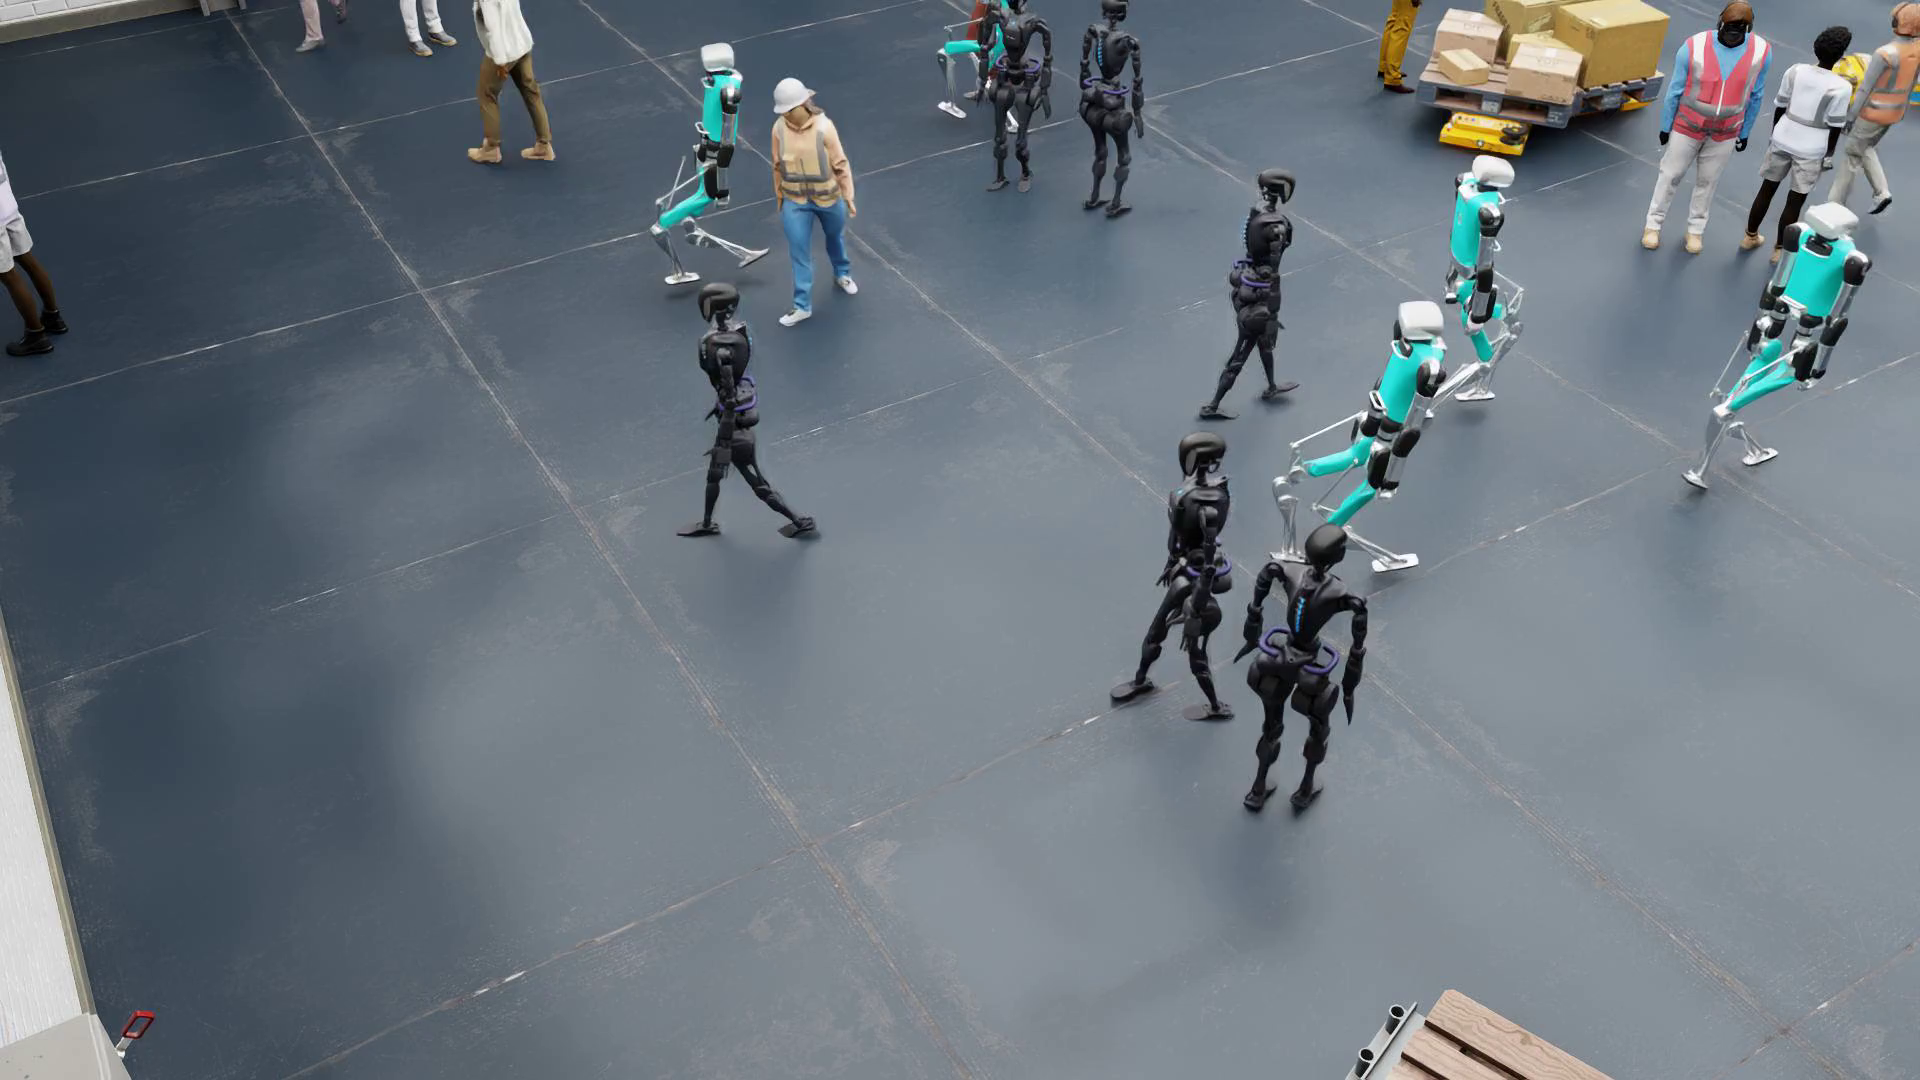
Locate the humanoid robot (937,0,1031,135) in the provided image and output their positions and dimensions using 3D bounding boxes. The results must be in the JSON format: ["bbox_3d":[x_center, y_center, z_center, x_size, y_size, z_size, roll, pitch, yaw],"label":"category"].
[{"bbox_3d":[0.119,-4.100,13.333,0.995,1.764,0.530,17,42,21],"label":"humanoid robot"}]

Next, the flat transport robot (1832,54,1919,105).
[{"bbox_3d":[8.172,-3.900,14.212,1.431,0.231,0.659,6,39,8],"label":"flat transport robot"}]

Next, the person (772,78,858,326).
[{"bbox_3d":[-0.951,-2.296,11.060,0.573,1.680,0.744,4,39,5],"label":"person"}]

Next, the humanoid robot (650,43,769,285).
[{"bbox_3d":[-1.797,-2.452,11.186,0.982,1.721,0.538,-12,40,-15],"label":"humanoid robot"}]

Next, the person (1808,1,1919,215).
[{"bbox_3d":[6.675,-3.063,12.063,0.587,1.624,0.434,-21,43,-25],"label":"person"}]

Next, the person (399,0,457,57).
[{"bbox_3d":[-4.804,-5.229,14.592,0.353,1.881,0.574,23,44,26],"label":"person"}]

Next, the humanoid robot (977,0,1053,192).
[{"bbox_3d":[0.411,-3.390,12.444,0.608,1.662,0.356,13,40,16],"label":"humanoid robot"}]

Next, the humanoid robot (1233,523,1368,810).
[{"bbox_3d":[1.499,0.567,7.449,0.605,1.652,0.358,22,43,25],"label":"humanoid robot"}]

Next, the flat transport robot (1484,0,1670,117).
[{"bbox_3d":[5.058,-3.765,14.043,1.431,0.231,0.659,-13,40,-16],"label":"flat transport robot"}]

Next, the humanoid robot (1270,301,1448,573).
[{"bbox_3d":[2.010,-0.445,8.697,1.030,1.744,0.543,-3,38,-3],"label":"humanoid robot"}]

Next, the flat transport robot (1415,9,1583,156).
[{"bbox_3d":[4.470,-3.611,13.848,0.659,0.231,1.431,16,41,19],"label":"flat transport robot"}]

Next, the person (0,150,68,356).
[{"bbox_3d":[-6.187,-2.067,10.562,0.372,1.933,0.545,3,38,3],"label":"person"}]

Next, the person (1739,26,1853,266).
[{"bbox_3d":[5.864,-2.746,11.604,0.321,1.698,0.530,-20,43,-23],"label":"person"}]

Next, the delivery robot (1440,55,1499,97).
[{"bbox_3d":[4.434,-3.958,14.071,0.785,0.613,0.514,-7,39,-9],"label":"delivery robot"}]

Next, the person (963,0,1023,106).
[{"bbox_3d":[0.257,-4.456,13.631,0.458,1.865,0.557,3,39,4],"label":"person"}]

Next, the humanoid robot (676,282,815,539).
[{"bbox_3d":[-1.205,-0.657,9.039,0.784,1.642,0.601,-5,39,-7],"label":"humanoid robot"}]

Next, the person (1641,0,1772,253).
[{"bbox_3d":[5.237,-2.893,11.688,0.630,1.837,0.431,8,39,10],"label":"person"}]

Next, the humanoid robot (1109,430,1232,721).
[{"bbox_3d":[1.073,0.215,7.910,0.594,1.642,0.605,-5,39,-6],"label":"humanoid robot"}]

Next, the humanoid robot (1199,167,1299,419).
[{"bbox_3d":[1.838,-1.472,10.027,0.711,1.630,0.599,-4,39,-5],"label":"humanoid robot"}]

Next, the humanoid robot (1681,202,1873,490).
[{"bbox_3d":[4.510,-1.017,9.437,1.028,1.778,0.532,-17,41,-20],"label":"humanoid robot"}]

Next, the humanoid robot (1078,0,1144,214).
[{"bbox_3d":[1.087,-3.203,12.198,0.603,1.657,0.333,31,48,33],"label":"humanoid robot"}]

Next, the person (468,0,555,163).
[{"bbox_3d":[-3.598,-3.760,12.845,0.769,1.739,0.534,10,39,12],"label":"person"}]

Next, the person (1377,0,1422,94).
[{"bbox_3d":[3.792,-4.661,13.973,0.338,1.758,0.535,2,38,2],"label":"person"}]

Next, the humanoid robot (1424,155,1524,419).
[{"bbox_3d":[3.166,-1.472,9.960,0.901,1.767,0.545,-4,39,-5],"label":"humanoid robot"}]

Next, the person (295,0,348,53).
[{"bbox_3d":[-5.833,-5.309,14.747,0.570,1.822,0.667,25,45,28],"label":"person"}]
